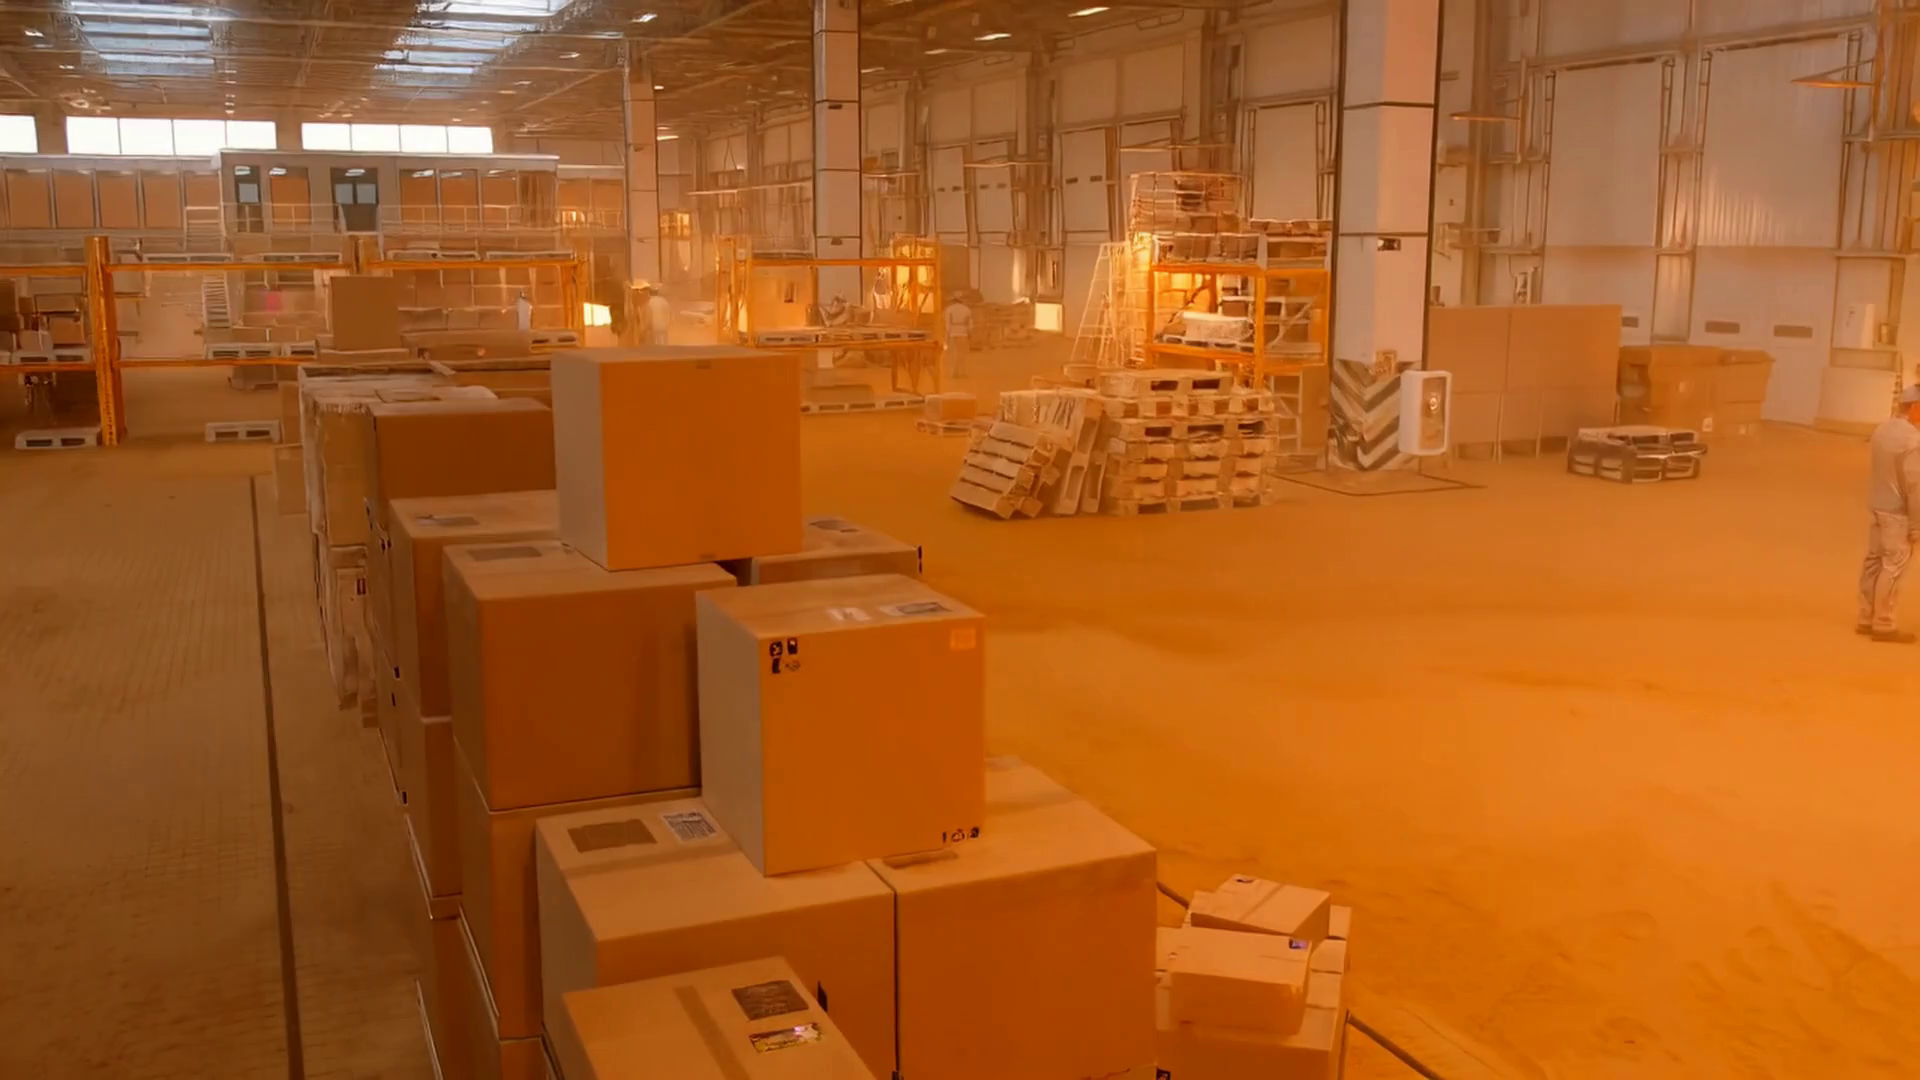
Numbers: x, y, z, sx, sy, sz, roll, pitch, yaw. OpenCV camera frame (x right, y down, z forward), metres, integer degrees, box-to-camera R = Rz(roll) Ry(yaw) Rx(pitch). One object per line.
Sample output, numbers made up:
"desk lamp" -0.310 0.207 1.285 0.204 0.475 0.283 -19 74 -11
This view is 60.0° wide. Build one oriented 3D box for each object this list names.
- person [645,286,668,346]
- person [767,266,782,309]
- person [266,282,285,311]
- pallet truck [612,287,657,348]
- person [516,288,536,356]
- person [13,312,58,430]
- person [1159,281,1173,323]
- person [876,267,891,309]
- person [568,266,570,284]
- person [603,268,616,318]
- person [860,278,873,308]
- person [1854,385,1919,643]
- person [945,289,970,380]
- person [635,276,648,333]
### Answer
"person" -6.987 -4.837 38.004 0.855 1.906 0.630 10 14 44
"person" -7.872 -10.722 70.498 0.644 1.906 0.985 -4 11 -20
"person" -20.156 -6.739 49.077 0.848 1.703 0.493 3 11 14
"pallet truck" -6.464 -4.406 35.401 0.823 1.965 1.885 6 12 32
"person" -10.122 -4.971 38.927 0.550 1.844 0.717 5 11 26
"person" -14.133 -2.545 25.460 0.583 1.882 0.337 -2 10 -10
"person" 5.238 -5.612 42.243 0.364 1.928 0.586 4 11 22
"person" -2.766 -8.932 60.408 0.613 1.978 0.757 -2 10 -10
"person" -16.821 -10.966 71.872 0.341 1.882 0.587 -7 13 -36
"person" -13.294 -9.388 63.062 0.402 1.935 0.551 -2 10 -9
"person" -2.823 -6.992 50.150 0.438 1.830 0.628 6 12 28
"person" 6.958 -0.192 12.379 0.369 1.928 0.639 0 10 2
"person" -0.043 -4.372 35.412 0.585 1.927 0.366 6 12 29
"person" -9.976 -7.313 51.904 0.431 1.835 0.622 3 11 16
